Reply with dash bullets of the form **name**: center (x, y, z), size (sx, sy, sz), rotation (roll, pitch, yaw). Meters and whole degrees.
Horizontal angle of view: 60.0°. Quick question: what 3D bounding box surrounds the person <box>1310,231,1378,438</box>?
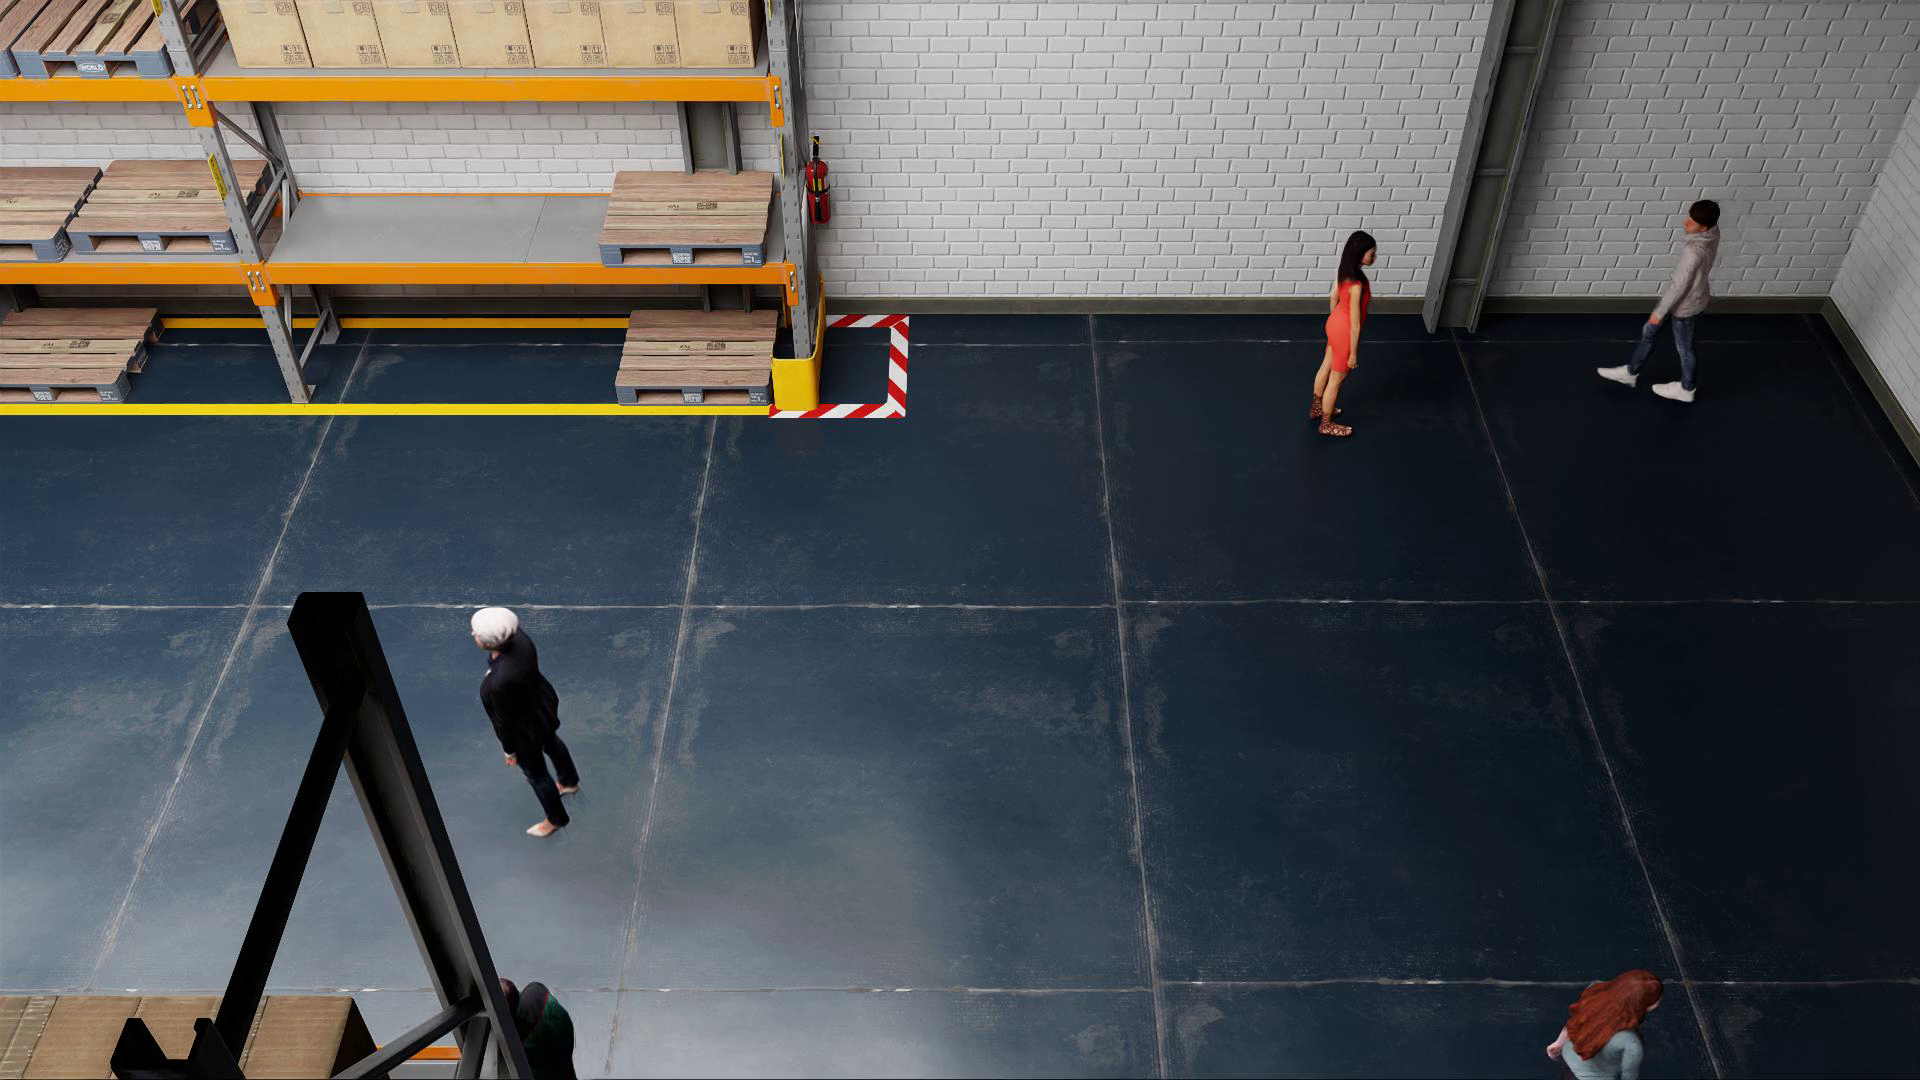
- **person**: center (2.847, -1.532, 12.362), size (0.547, 1.718, 0.617), rotation (-5, 44, -6)

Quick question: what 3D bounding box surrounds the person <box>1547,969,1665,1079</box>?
- **person**: center (2.920, 2.616, 8.023), size (1.118, 1.696, 0.694), rotation (-6, 44, -6)

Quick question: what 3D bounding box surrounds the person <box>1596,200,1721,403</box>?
- **person**: center (5.542, -1.782, 12.558), size (1.107, 1.807, 0.906), rotation (20, 47, 19)

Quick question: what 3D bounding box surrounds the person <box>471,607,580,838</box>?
- **person**: center (-2.326, 0.927, 8.975), size (0.628, 1.777, 0.739), rotation (5, 44, 6)

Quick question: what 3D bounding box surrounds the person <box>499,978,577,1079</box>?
- **person**: center (-1.962, 2.622, 7.938), size (1.195, 1.804, 0.999), rotation (23, 48, 22)
